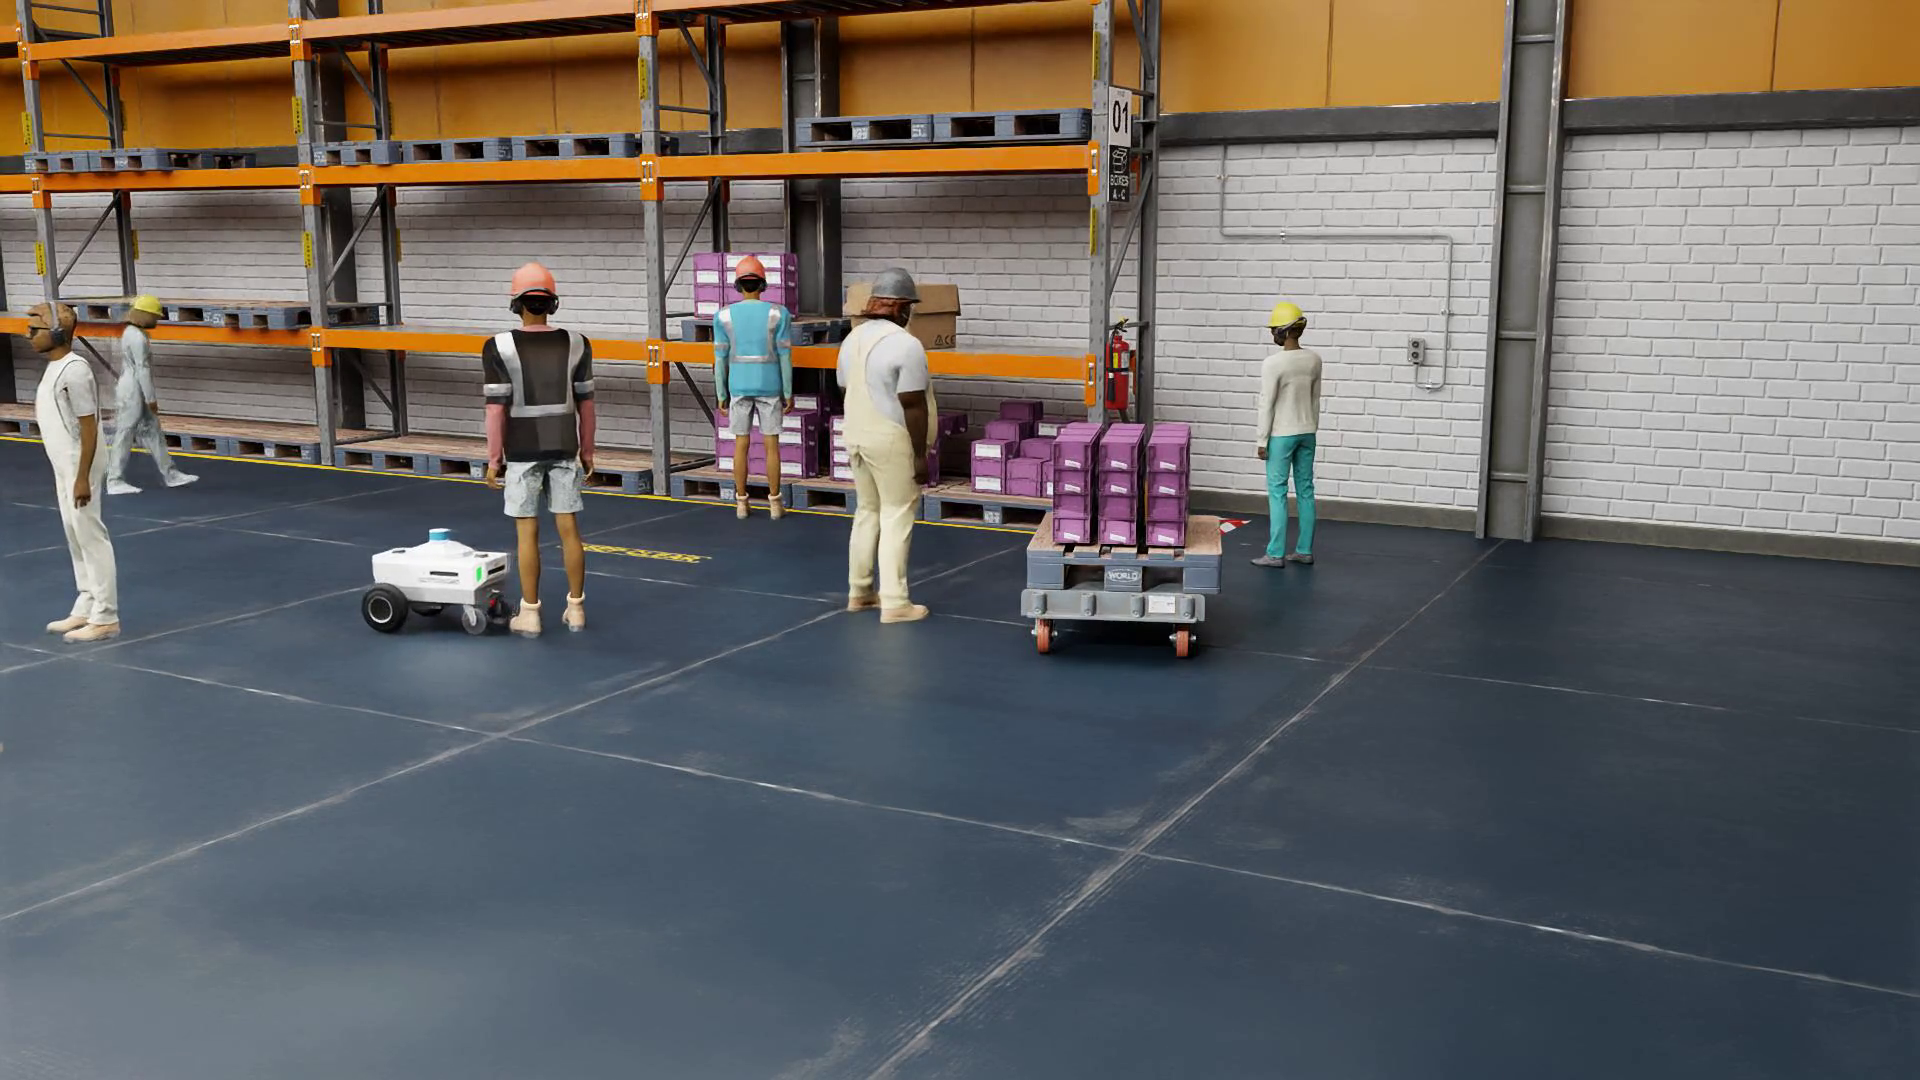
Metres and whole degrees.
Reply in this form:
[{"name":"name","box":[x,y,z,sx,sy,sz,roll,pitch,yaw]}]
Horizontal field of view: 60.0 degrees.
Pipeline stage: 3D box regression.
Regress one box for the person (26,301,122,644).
[{"name":"person","box":[-4.800,-0.363,8.999,0.346,1.845,0.505,-9,13,-40]}]

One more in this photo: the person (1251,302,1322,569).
[{"name":"person","box":[2.164,-0.688,11.028,0.524,1.761,0.340,-7,12,-32]}]

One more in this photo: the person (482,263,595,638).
[{"name":"person","box":[-2.310,-0.487,9.136,0.615,2.041,0.376,-7,12,-32]}]

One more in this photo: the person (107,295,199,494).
[{"name":"person","box":[-6.965,-1.243,14.232,0.736,1.697,0.544,-6,12,-28]}]

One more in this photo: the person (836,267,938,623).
[{"name":"person","box":[-0.379,-0.565,9.568,0.535,2.000,0.690,-8,13,-37]}]

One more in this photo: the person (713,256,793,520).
[{"name":"person","box":[-1.598,-1.168,12.910,0.609,2.039,0.399,0,10,2]}]

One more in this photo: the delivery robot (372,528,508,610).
[{"name":"delivery robot","box":[-2.905,0.179,9.310,0.707,0.478,0.477,3,11,14]}]
